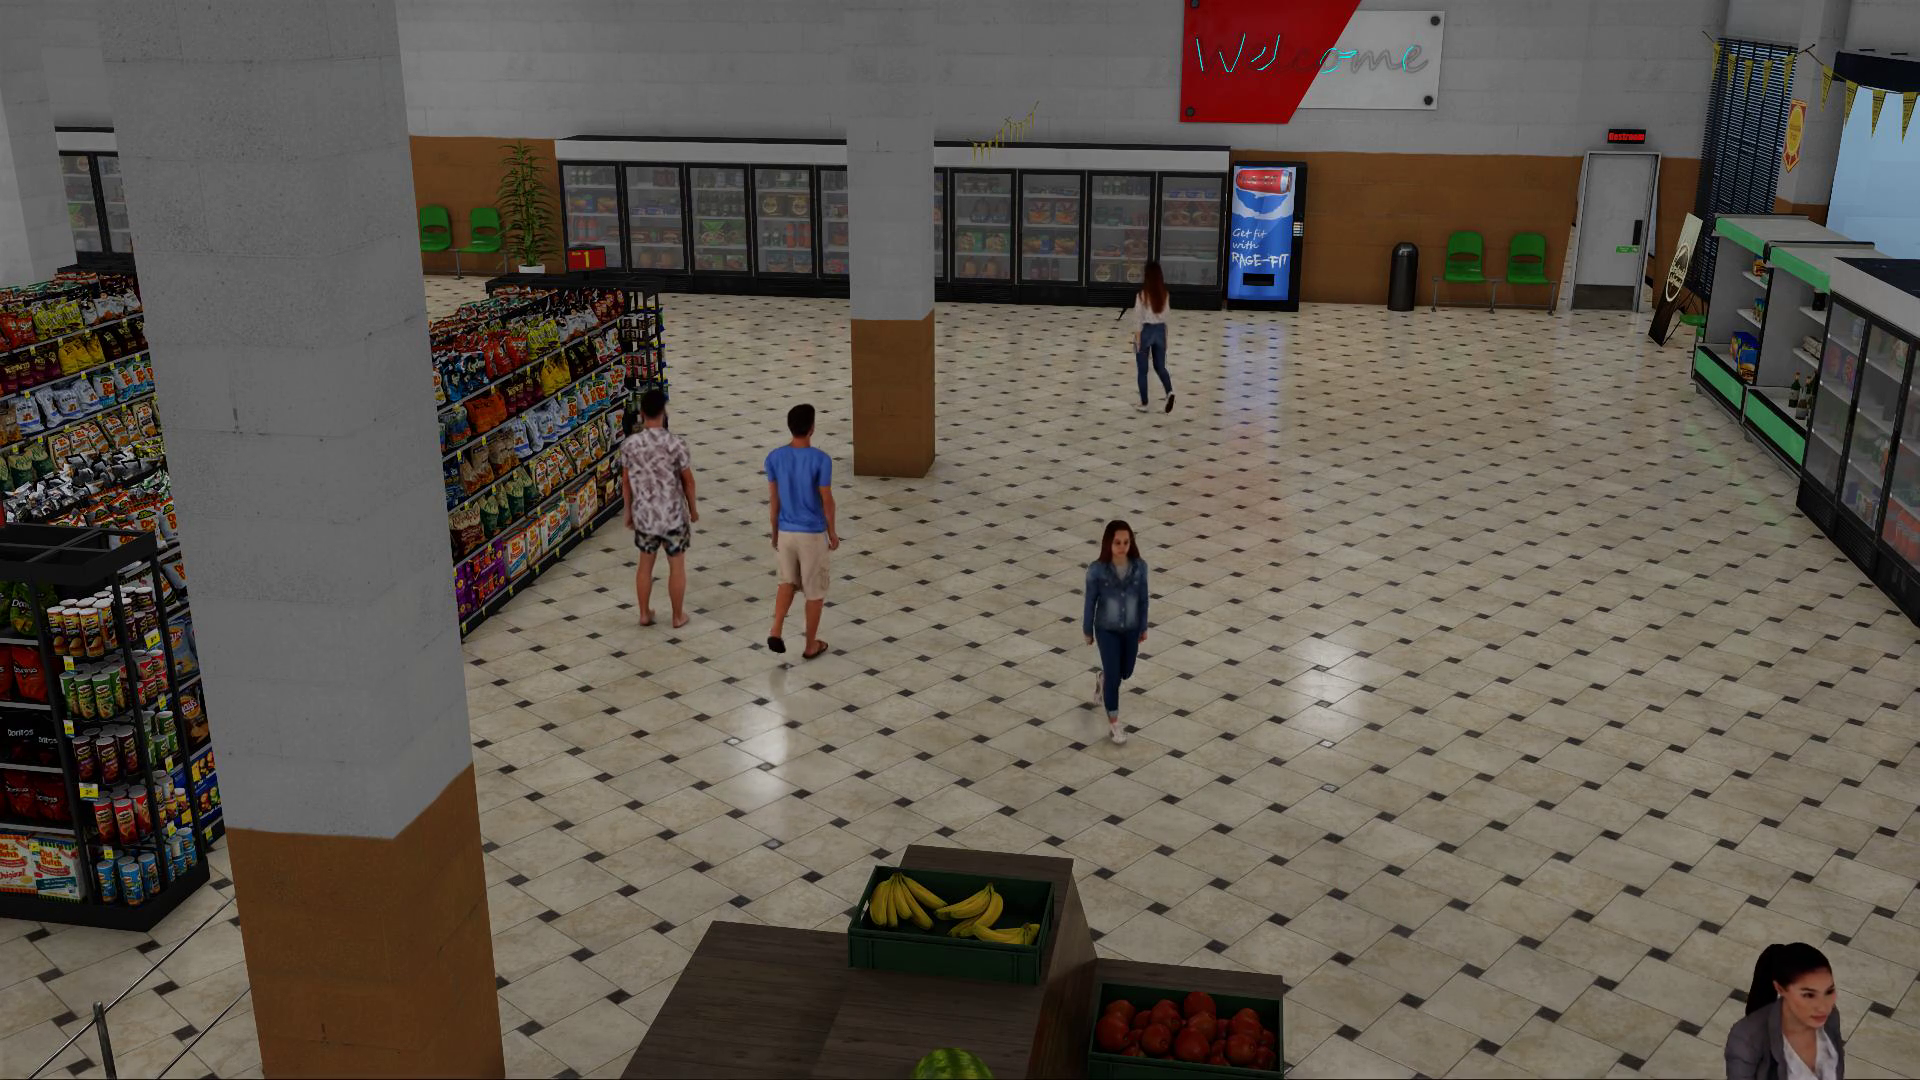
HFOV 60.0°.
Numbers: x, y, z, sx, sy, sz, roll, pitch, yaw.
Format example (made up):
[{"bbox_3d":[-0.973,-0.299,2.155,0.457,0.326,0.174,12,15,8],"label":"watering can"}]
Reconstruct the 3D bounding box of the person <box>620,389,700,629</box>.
[{"bbox_3d":[-2.207,-0.150,12.293,0.699,1.691,0.615,2,19,4],"label":"person"}]

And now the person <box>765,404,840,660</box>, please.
[{"bbox_3d":[-1.134,-0.013,11.643,0.722,1.847,0.839,7,20,19],"label":"person"}]

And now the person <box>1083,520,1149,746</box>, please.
[{"bbox_3d":[0.979,0.544,10.611,0.784,1.452,0.953,-4,19,-10],"label":"person"}]

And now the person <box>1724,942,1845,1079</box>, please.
[{"bbox_3d":[2.713,2.083,5.761,0.940,1.634,1.150,-6,20,-18],"label":"person"}]

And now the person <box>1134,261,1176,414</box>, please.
[{"bbox_3d":[2.148,-2.198,18.337,0.831,1.711,1.028,-5,19,-14],"label":"person"}]
